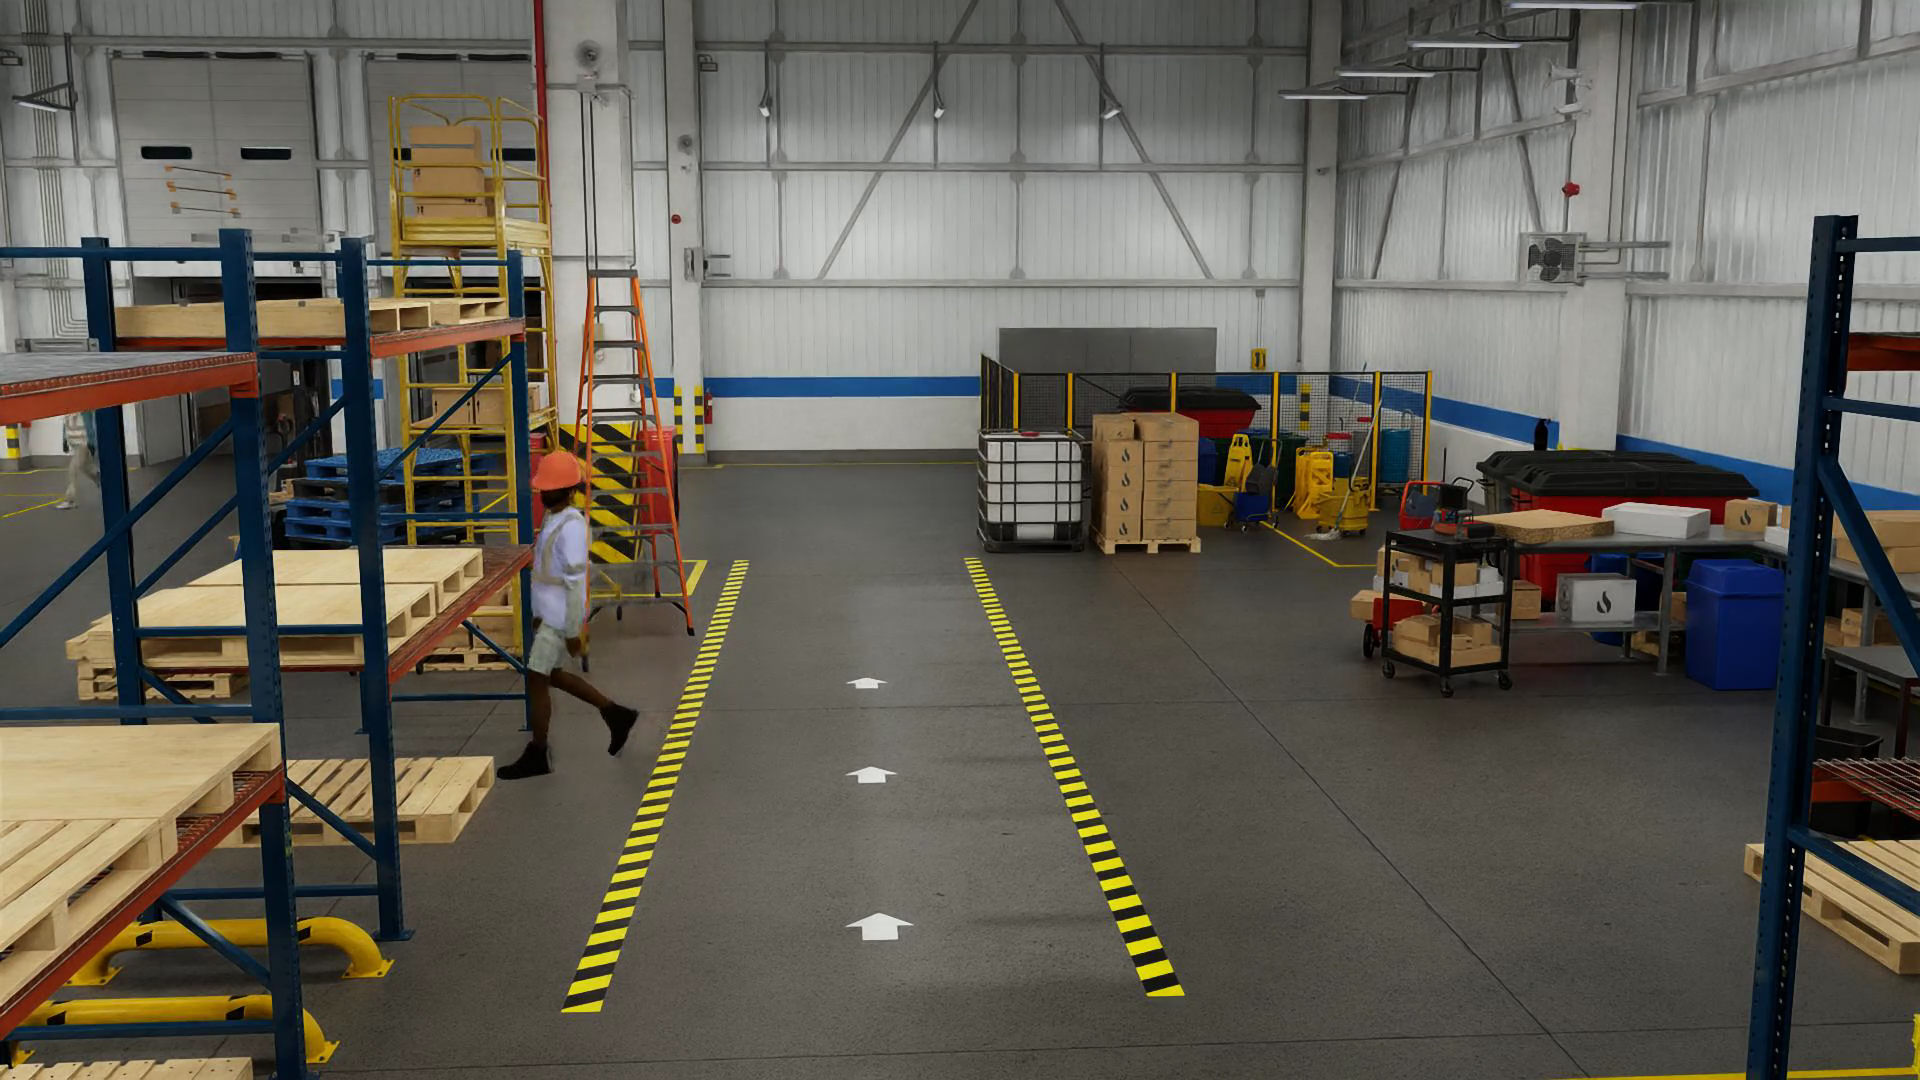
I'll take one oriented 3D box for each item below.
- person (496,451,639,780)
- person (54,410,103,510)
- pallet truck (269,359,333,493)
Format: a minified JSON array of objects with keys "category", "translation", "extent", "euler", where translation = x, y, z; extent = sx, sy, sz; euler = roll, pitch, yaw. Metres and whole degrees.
[{"category":"person","translation":[-2.291,0.418,9.593],"extent":[0.787,1.893,0.571],"euler":[-3,10,-19]},{"category":"person","translation":[-10.921,-1.207,20.710],"extent":[0.528,1.603,0.829],"euler":[6,11,35]},{"category":"pallet truck","translation":[-7.062,-1.131,18.996],"extent":[1.885,1.965,0.823],"euler":[2,9,13]}]
